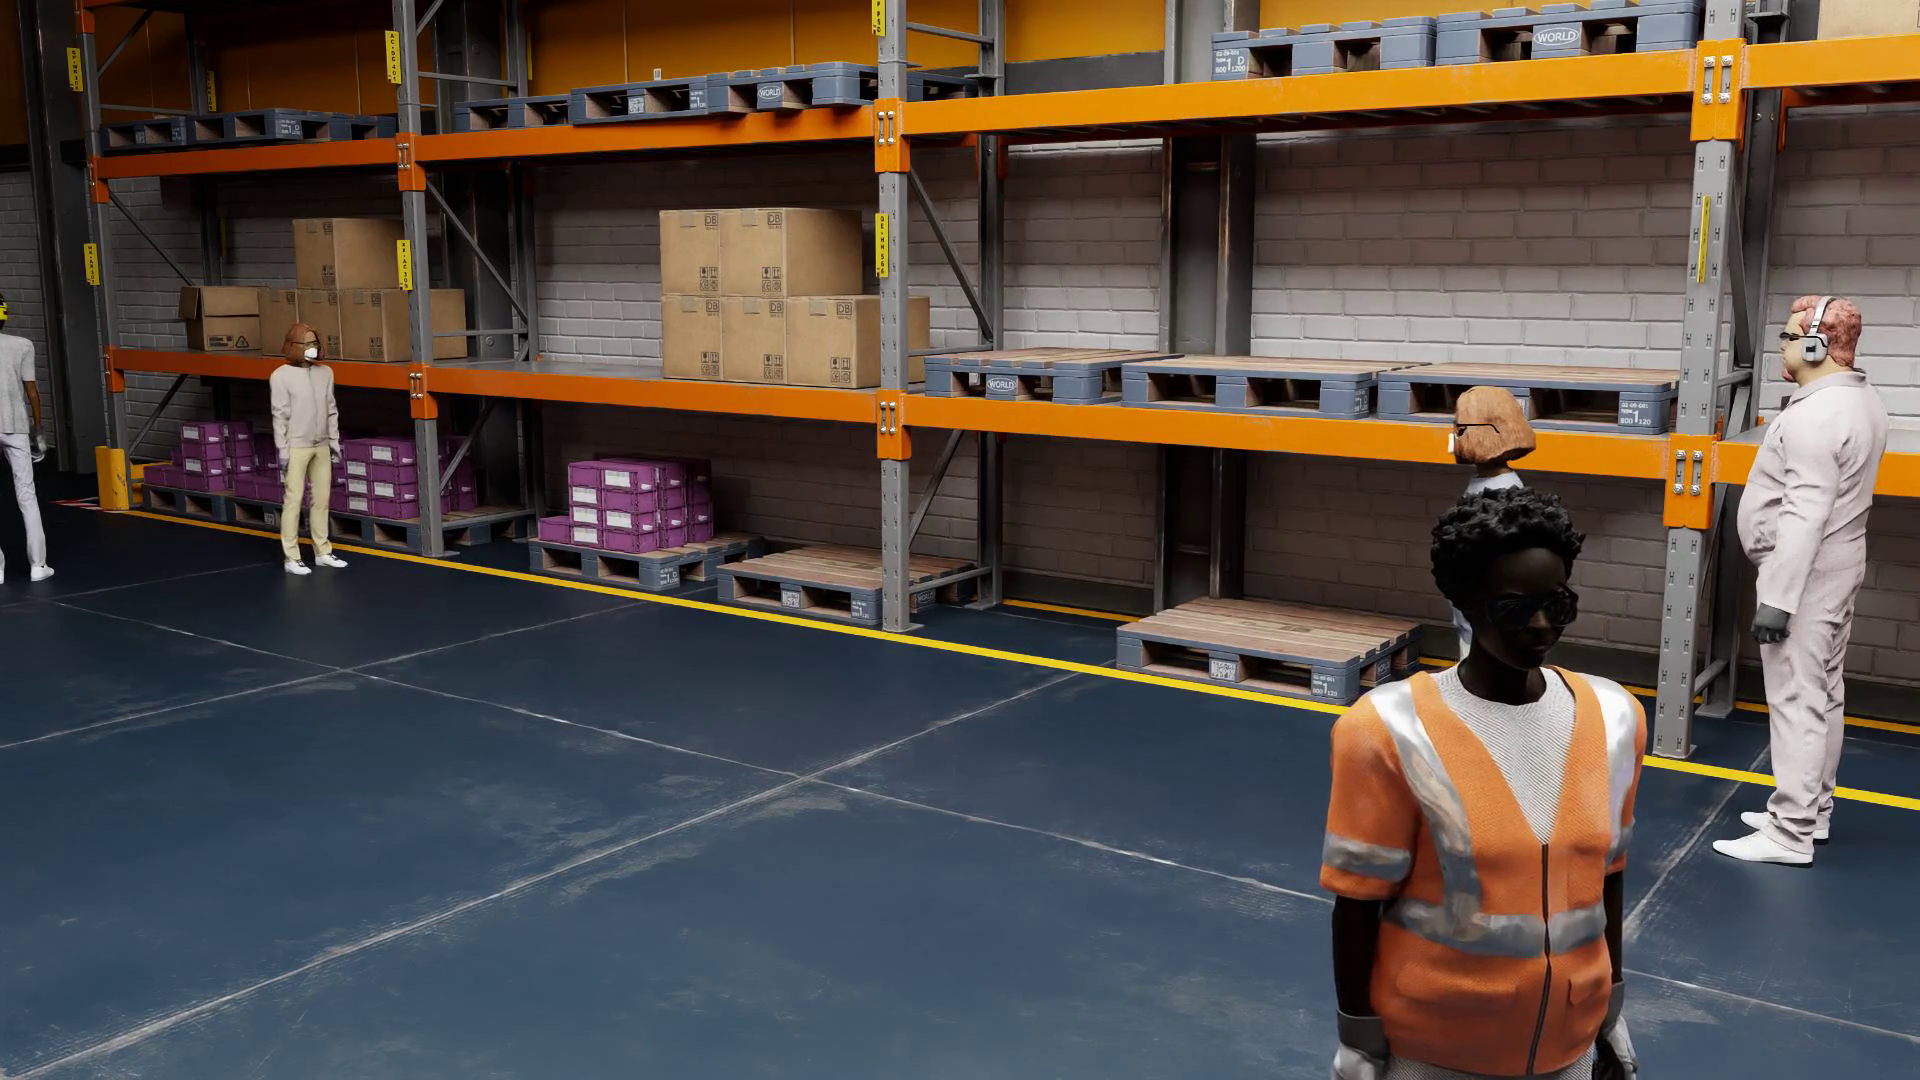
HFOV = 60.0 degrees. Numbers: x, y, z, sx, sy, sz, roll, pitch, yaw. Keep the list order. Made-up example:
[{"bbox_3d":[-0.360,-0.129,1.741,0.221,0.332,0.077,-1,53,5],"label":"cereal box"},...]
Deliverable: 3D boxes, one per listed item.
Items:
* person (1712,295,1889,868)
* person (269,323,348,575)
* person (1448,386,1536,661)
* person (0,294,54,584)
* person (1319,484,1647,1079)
[{"bbox_3d":[2.826,0.140,5.602,0.410,1.909,0.643,8,12,39],"label":"person"},{"bbox_3d":[-4.241,-0.591,10.809,0.284,1.626,0.493,5,11,26],"label":"person"},{"bbox_3d":[1.664,0.328,5.296,0.280,1.632,0.501,2,10,10],"label":"person"},{"bbox_3d":[-6.037,-0.650,10.445,0.521,1.864,0.334,-5,11,-26],"label":"person"},{"bbox_3d":[0.805,0.755,2.567,0.541,1.696,0.316,-3,10,-15],"label":"person"}]
